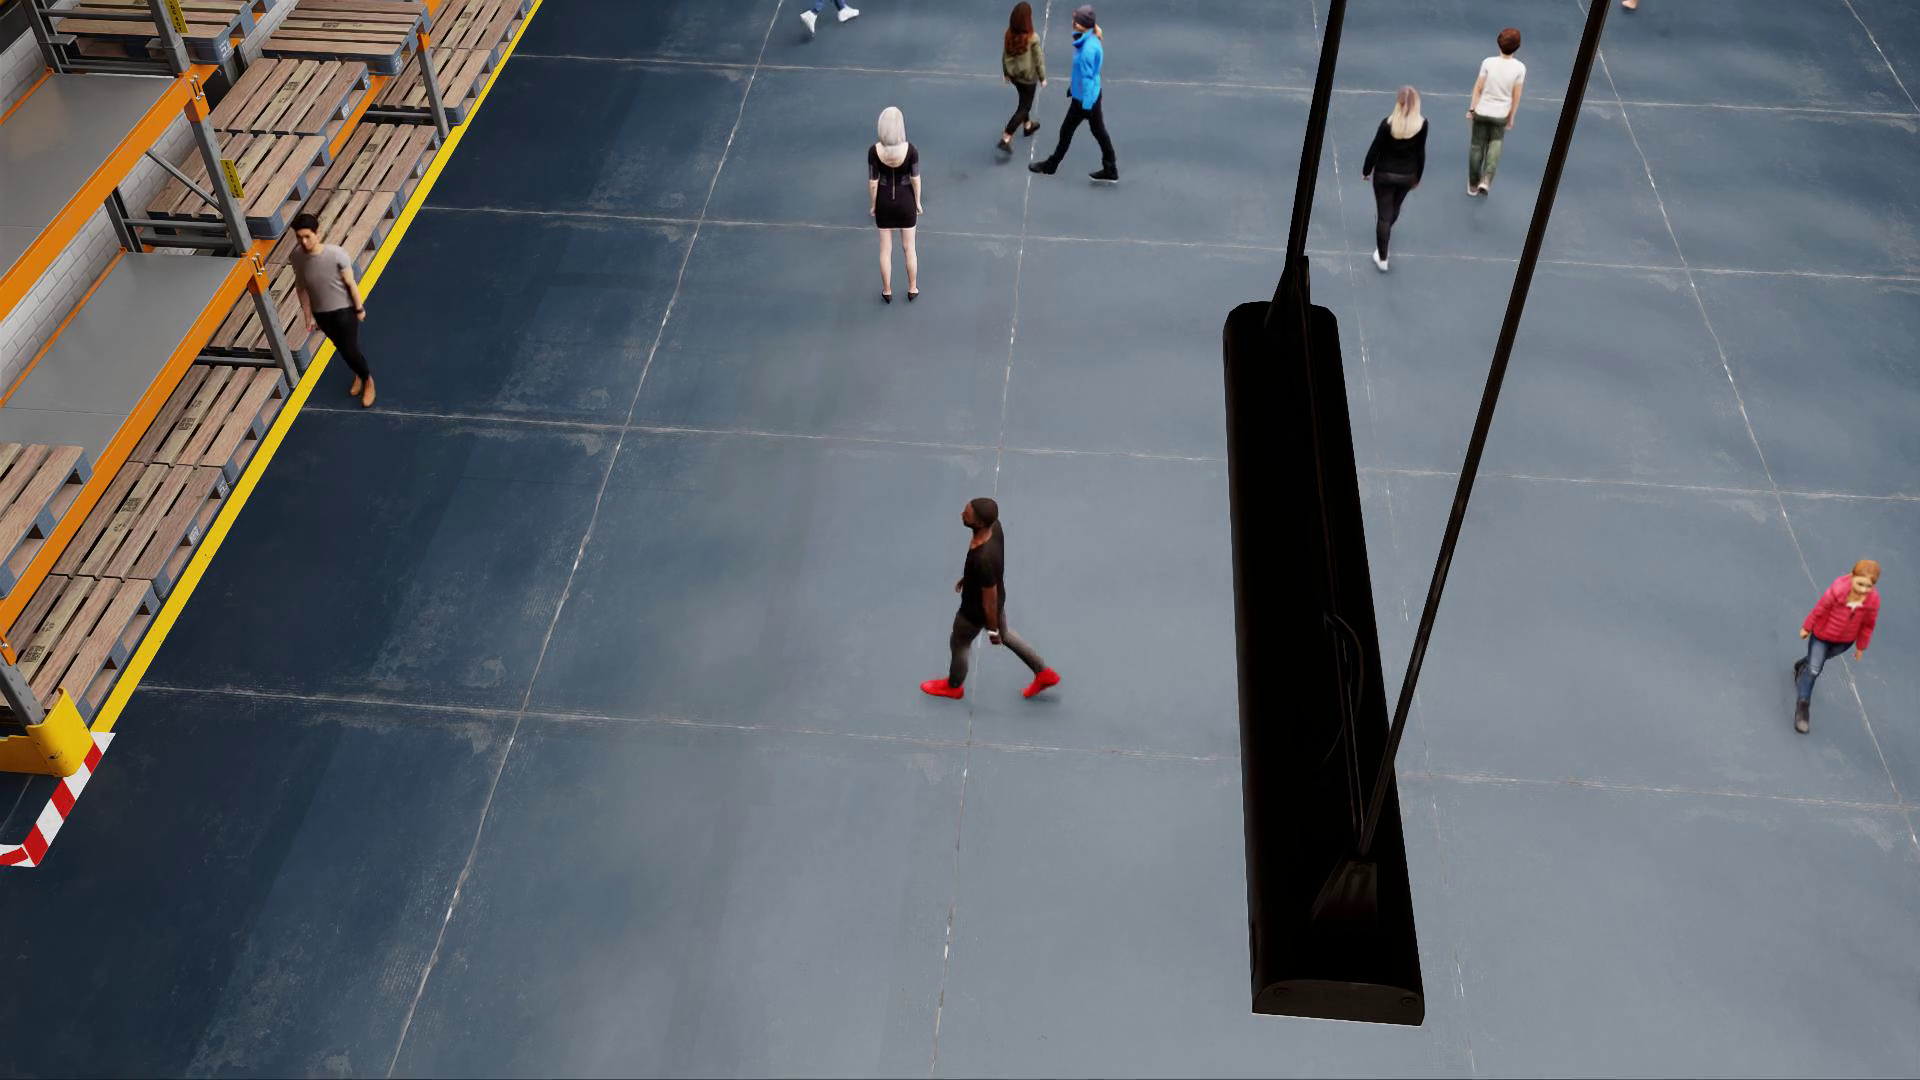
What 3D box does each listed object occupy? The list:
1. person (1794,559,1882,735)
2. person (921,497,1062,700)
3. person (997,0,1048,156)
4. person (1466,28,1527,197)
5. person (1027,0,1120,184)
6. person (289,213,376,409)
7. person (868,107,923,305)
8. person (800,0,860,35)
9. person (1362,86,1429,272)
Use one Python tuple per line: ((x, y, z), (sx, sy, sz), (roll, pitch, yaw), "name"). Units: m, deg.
((5.663, 0.580, 10.797), (0.607, 1.286, 0.921), (10, 44, 10), "person")
((0.248, 0.409, 10.617), (0.784, 1.781, 1.117), (8, 44, 8), "person")
((0.568, -4.389, 15.894), (0.940, 1.449, 1.062), (33, 52, 29), "person")
((4.854, -3.852, 15.190), (0.629, 1.643, 0.779), (9, 44, 10), "person")
((1.255, -4.063, 15.329), (0.773, 1.756, 1.061), (8, 44, 8), "person")
((-4.884, -1.872, 13.065), (0.627, 1.708, 0.675), (8, 44, 9), "person")
((-0.546, -2.798, 13.948), (0.612, 1.829, 0.537), (-1, 44, -1), "person")
((-1.434, -6.244, 17.598), (1.161, 1.784, 1.099), (-31, 52, -28), "person")
((3.757, -3.083, 14.367), (0.685, 1.665, 0.958), (1, 44, 1), "person")
